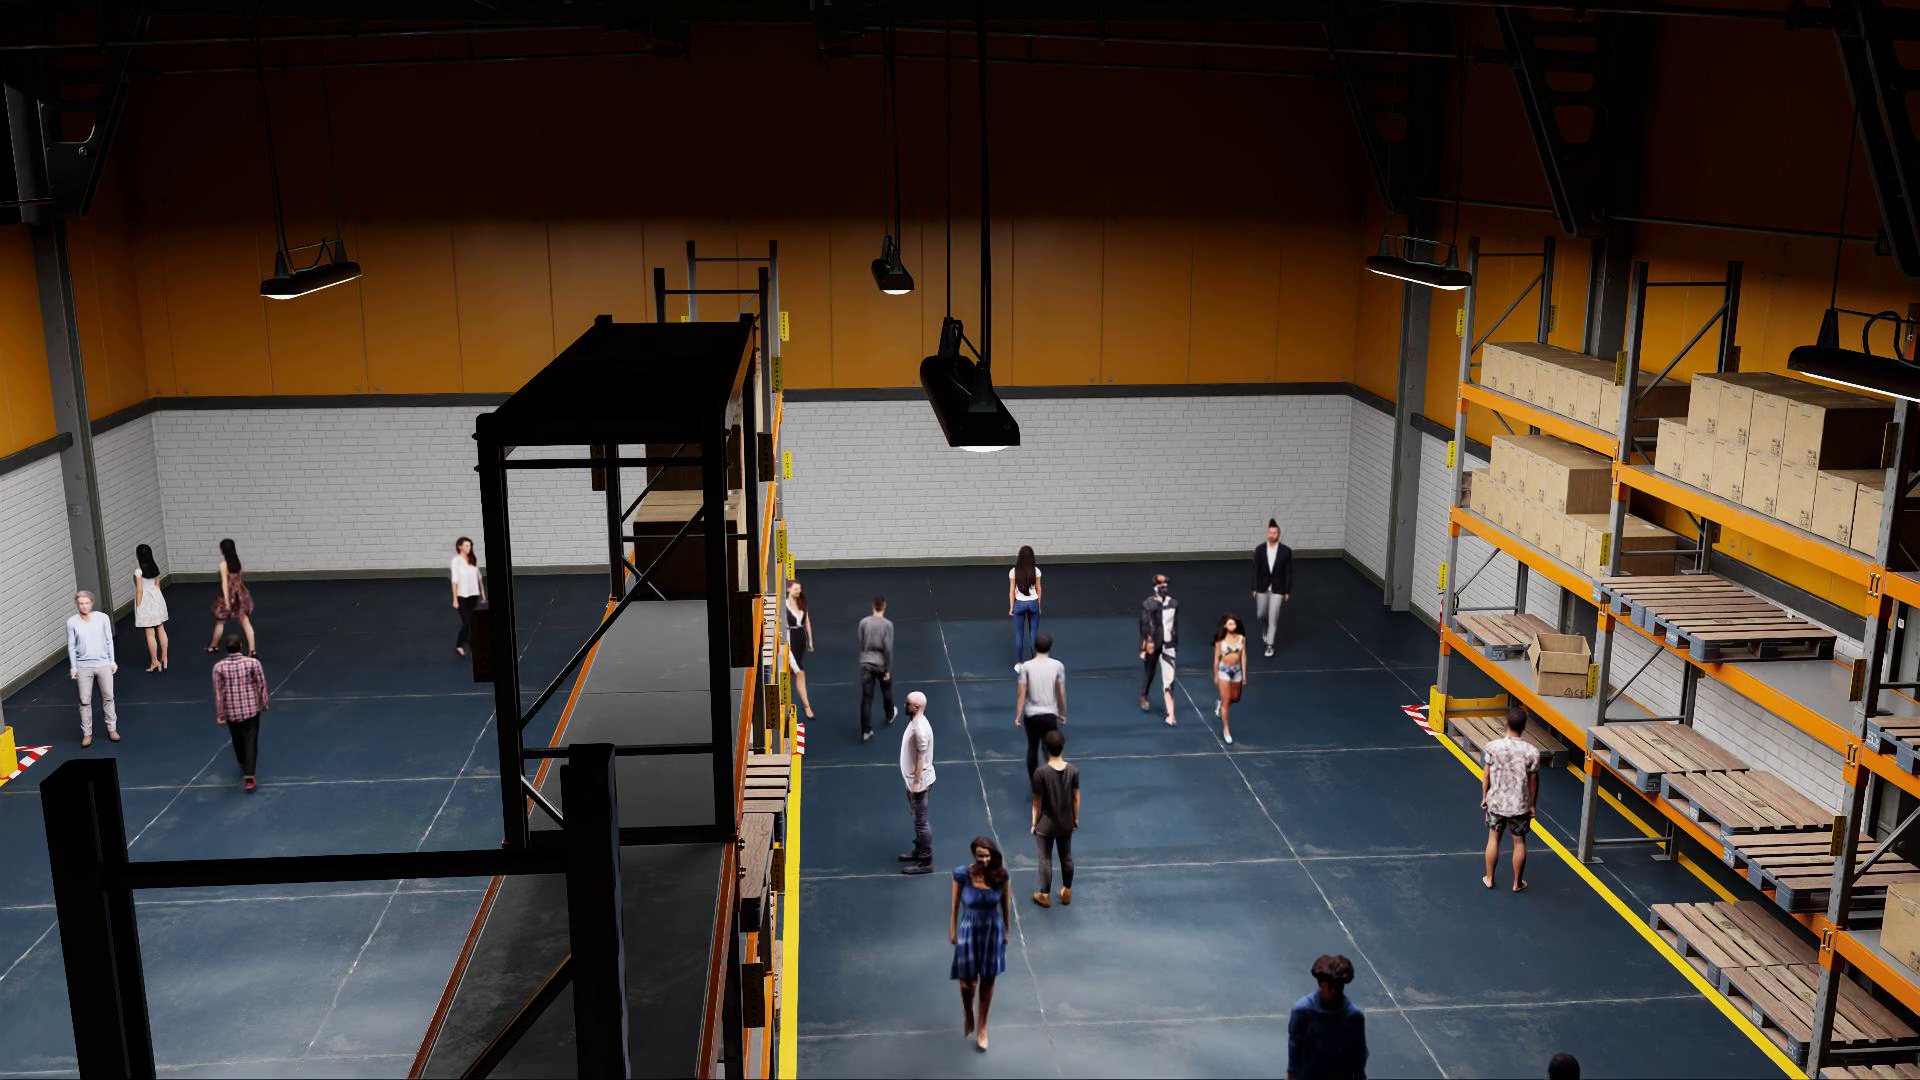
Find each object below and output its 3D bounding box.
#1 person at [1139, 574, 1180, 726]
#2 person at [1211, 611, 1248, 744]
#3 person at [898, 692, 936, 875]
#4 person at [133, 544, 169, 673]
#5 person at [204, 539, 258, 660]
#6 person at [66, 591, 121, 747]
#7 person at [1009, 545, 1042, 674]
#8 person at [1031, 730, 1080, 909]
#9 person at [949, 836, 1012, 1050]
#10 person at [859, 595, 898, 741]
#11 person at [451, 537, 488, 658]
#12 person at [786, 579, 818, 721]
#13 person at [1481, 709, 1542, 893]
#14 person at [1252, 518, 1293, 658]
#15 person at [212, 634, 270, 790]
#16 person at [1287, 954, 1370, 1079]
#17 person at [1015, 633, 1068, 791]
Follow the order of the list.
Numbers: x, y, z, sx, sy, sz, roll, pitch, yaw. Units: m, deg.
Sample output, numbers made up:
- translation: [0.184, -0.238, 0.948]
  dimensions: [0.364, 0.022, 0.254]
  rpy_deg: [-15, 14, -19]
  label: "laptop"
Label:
- translation: [2.449, 1.333, 20.802]
  dimensions: [0.800, 1.848, 1.240]
  rpy_deg: [-3, 14, -12]
  label: "person"
- translation: [3.237, 1.627, 20.101]
  dimensions: [0.655, 1.606, 0.931]
  rpy_deg: [-3, 14, -14]
  label: "person"
- translation: [-0.404, 2.381, 16.507]
  dimensions: [0.711, 1.832, 0.525]
  rpy_deg: [-2, 14, -7]
  label: "person"
- translation: [-11.040, 0.918, 22.670]
  dimensions: [0.808, 1.775, 0.705]
  rpy_deg: [4, 14, 17]
  label: "person"
- translation: [-9.956, 0.869, 22.964]
  dimensions: [0.984, 1.733, 1.134]
  rpy_deg: [4, 14, 17]
  label: "person"
- translation: [-10.406, 1.514, 19.957]
  dimensions: [0.757, 1.893, 0.747]
  rpy_deg: [-9, 16, -33]
  label: "person"
- translation: [0.903, 0.936, 22.594]
  dimensions: [0.604, 1.776, 0.540]
  rpy_deg: [0, 14, 1]
  label: "person"
- translation: [0.896, 2.632, 15.723]
  dimensions: [0.659, 1.712, 0.587]
  rpy_deg: [-4, 14, -14]
  label: "person"
- translation: [0.145, 3.179, 13.283]
  dimensions: [0.681, 1.798, 0.685]
  rpy_deg: [-2, 14, -8]
  label: "person"
- translation: [-1.049, 1.575, 20.096]
  dimensions: [0.863, 1.709, 1.218]
  rpy_deg: [3, 14, 11]
  label: "person"
- translation: [-6.895, 0.830, 23.057]
  dimensions: [0.998, 1.763, 1.013]
  rpy_deg: [8, 16, 28]
  label: "person"
- translation: [-2.135, 1.355, 20.907]
  dimensions: [1.175, 1.756, 1.062]
  rpy_deg: [13, 19, 43]
  label: "person"
- translation: [5.304, 2.501, 16.046]
  dimensions: [0.749, 1.815, 0.729]
  rpy_deg: [6, 15, 22]
  label: "person"
- translation: [4.412, 0.642, 23.465]
  dimensions: [0.958, 1.937, 1.111]
  rpy_deg: [5, 14, 19]
  label: "person"
- translation: [-8.017, 1.936, 18.564]
  dimensions: [0.828, 1.729, 1.167]
  rpy_deg: [-4, 14, -15]
  label: "person"
- translation: [2.491, 3.639, 11.428]
  dimensions: [0.796, 1.778, 1.054]
  rpy_deg: [1, 14, 5]
  label: "person"
- translation: [0.902, 1.977, 18.189]
  dimensions: [0.780, 1.826, 1.122]
  rpy_deg: [-1, 14, -3]
  label: "person"
